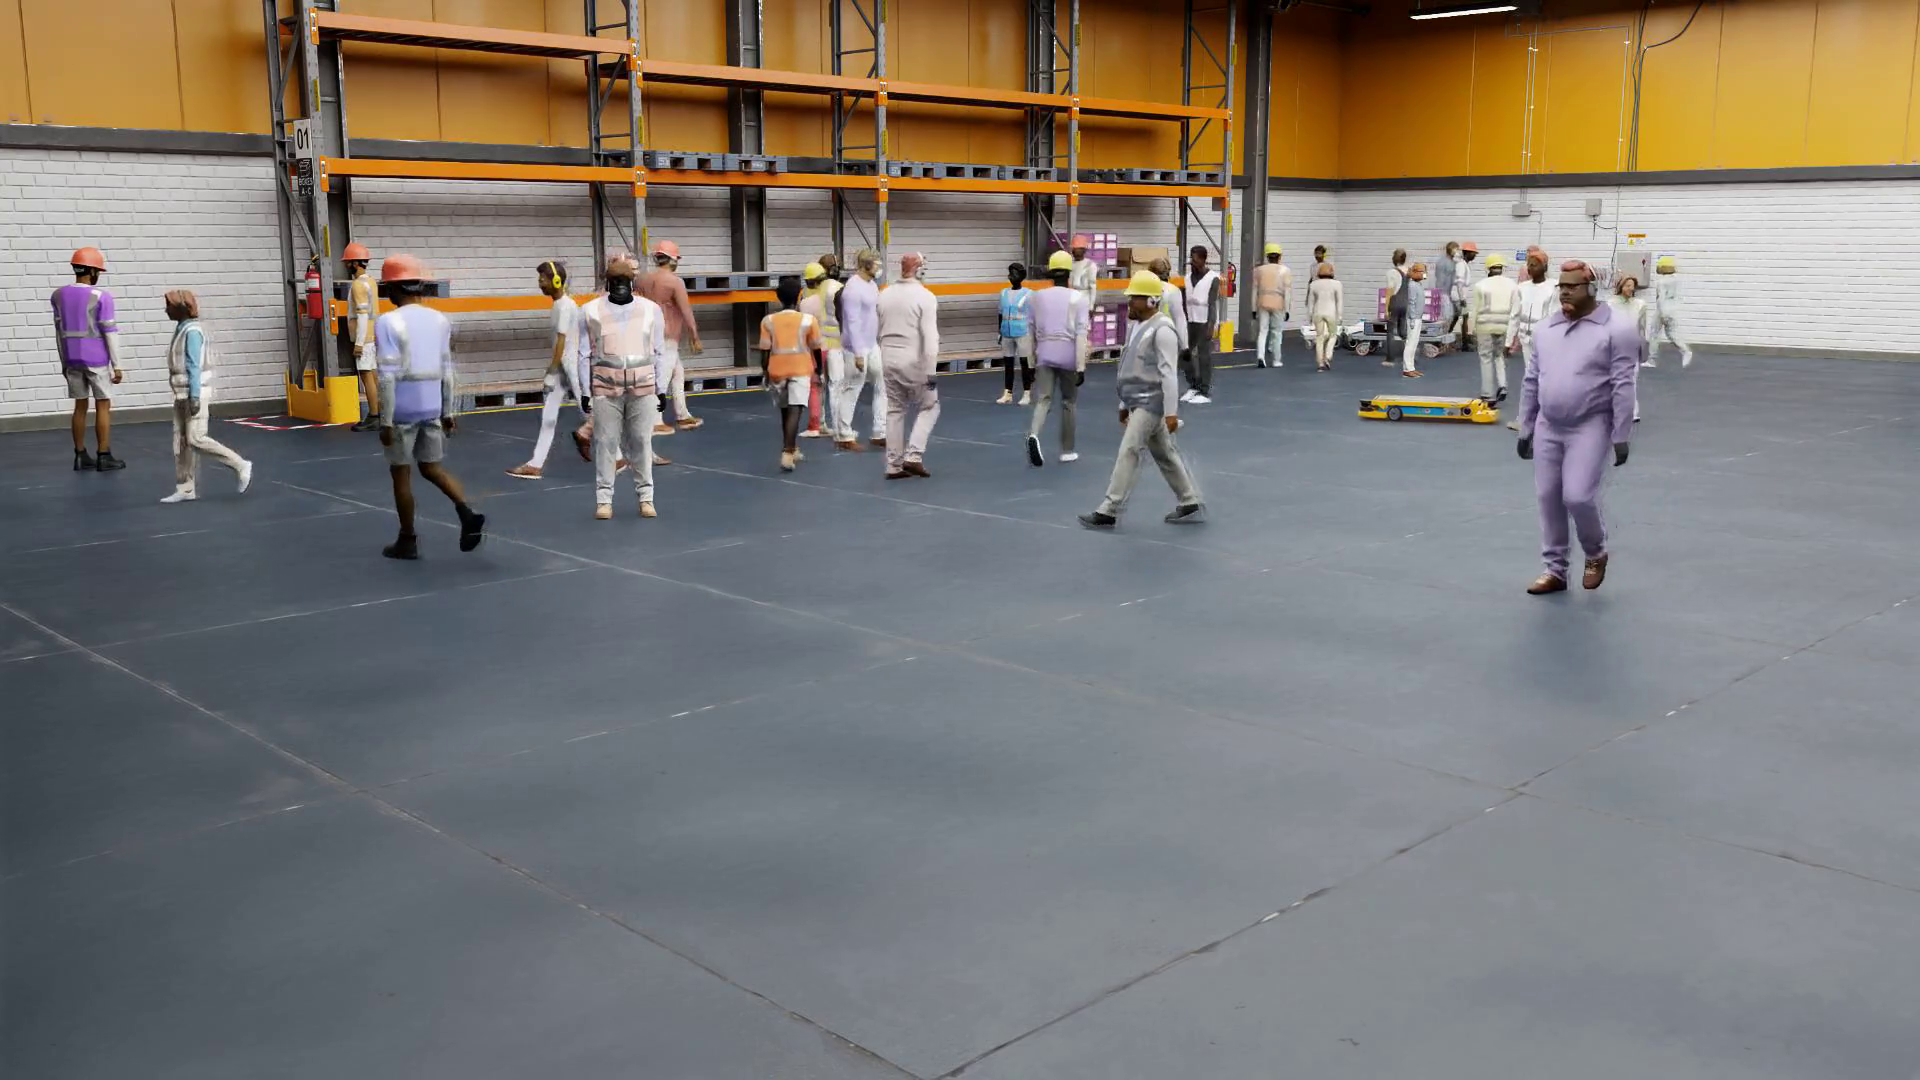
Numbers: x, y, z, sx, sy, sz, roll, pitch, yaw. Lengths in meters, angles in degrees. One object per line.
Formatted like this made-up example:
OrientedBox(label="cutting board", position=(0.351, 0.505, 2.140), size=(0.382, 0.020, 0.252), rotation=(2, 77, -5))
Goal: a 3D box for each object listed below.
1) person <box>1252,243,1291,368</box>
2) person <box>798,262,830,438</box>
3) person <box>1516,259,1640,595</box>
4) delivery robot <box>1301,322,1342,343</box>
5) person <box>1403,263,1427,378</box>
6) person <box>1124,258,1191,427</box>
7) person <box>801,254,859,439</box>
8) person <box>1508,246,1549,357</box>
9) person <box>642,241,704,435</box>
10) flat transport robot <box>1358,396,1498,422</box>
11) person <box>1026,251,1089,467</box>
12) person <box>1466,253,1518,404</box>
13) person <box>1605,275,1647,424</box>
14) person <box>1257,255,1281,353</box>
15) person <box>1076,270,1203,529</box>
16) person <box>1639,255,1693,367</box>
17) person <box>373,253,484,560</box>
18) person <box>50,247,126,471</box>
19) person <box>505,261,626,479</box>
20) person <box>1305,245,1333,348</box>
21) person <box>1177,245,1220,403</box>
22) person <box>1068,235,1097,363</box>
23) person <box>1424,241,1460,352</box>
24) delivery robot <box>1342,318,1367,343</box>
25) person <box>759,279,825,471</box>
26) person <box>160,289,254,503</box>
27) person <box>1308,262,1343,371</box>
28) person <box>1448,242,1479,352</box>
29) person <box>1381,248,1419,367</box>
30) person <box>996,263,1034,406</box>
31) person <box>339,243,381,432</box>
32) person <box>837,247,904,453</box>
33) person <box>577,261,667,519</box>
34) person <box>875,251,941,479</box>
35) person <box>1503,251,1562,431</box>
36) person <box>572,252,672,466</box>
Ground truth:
OrientedBox(label="person", position=(4.752, -3.573, 25.411), size=(0.603, 1.901, 0.760), rotation=(5, 12, 26))
OrientedBox(label="person", position=(-1.386, -1.879, 16.555), size=(0.576, 1.756, 0.459), rotation=(-9, 14, -41))
OrientedBox(label="person", position=(3.411, -0.615, 9.305), size=(0.433, 1.888, 0.665), rotation=(-8, 13, -37))
OrientedBox(label="delivery robot", position=(6.410, -3.699, 29.515), size=(0.707, 0.478, 0.477), rotation=(2, 10, 10))
OrientedBox(label="person", position=(6.524, -3.147, 23.813), size=(0.268, 1.632, 0.509), rotation=(5, 12, 27))
OrientedBox(label="person", position=(2.007, -2.007, 17.166), size=(0.959, 1.803, 0.626), rotation=(-8, 13, -36))
OrientedBox(label="person", position=(-1.289, -1.924, 16.599), size=(0.622, 1.838, 0.429), rotation=(9, 14, 41))
OrientedBox(label="person", position=(9.346, -3.903, 27.354), size=(0.627, 1.839, 1.010), rotation=(-10, 14, -42))
OrientedBox(label="person", position=(-2.896, -2.063, 17.004), size=(0.887, 1.953, 0.632), rotation=(-9, 13, -39))
OrientedBox(label="flat transport robot", position=(5.154, -1.456, 18.315), size=(1.431, 0.197, 0.652), rotation=(4, 11, 21))
OrientedBox(label="person", position=(0.833, -1.590, 14.637), size=(0.590, 1.896, 0.854), rotation=(4, 11, 23))
OrientedBox(label="person", position=(6.400, -2.537, 20.019), size=(0.591, 1.814, 0.428), rotation=(-2, 11, -10))
OrientedBox(label="person", position=(7.161, -2.062, 17.998), size=(0.533, 1.590, 0.887), rotation=(0, 10, 2))
OrientedBox(label="person", position=(5.439, -4.159, 28.914), size=(0.556, 1.796, 0.933), rotation=(5, 12, 26))
OrientedBox(label="person", position=(1.292, -0.968, 11.528), size=(0.955, 1.786, 0.606), rotation=(-2, 11, -12))
OrientedBox(label="person", position=(10.834, -3.482, 25.413), size=(0.487, 1.717, 0.720), rotation=(-7, 12, -33))
OrientedBox(label="person", position=(-3.334, -0.805, 10.284), size=(0.655, 1.921, 0.547), rotation=(6, 12, 29))
OrientedBox(label="person", position=(-7.471, -1.544, 14.301), size=(0.558, 1.921, 0.389), rotation=(1, 10, 8))
OrientedBox(label="person", position=(-3.257, -1.401, 13.826), size=(1.002, 1.816, 0.548), rotation=(-5, 11, -24))
OrientedBox(label="person", position=(6.488, -4.378, 29.940), size=(0.454, 1.853, 0.543), rotation=(-6, 12, -31))
OrientedBox(label="person", position=(2.881, -2.587, 20.049), size=(0.467, 1.902, 0.592), rotation=(-8, 13, -36))
OrientedBox(label="person", position=(1.790, -3.544, 24.894), size=(0.512, 2.028, 0.644), rotation=(-10, 15, -44))
OrientedBox(label="person", position=(8.426, -4.230, 28.943), size=(0.481, 1.923, 0.645), rotation=(9, 14, 40))
OrientedBox(label="delivery robot", position=(7.133, -3.675, 29.385), size=(0.707, 0.478, 0.477), rotation=(0, 10, 0))
OrientedBox(label="person", position=(-1.471, -1.440, 14.458), size=(0.536, 1.654, 0.882), rotation=(2, 11, 12))
OrientedBox(label="person", position=(-5.778, -1.091, 12.634), size=(0.593, 1.620, 0.523), rotation=(-8, 13, -39))
OrientedBox(label="person", position=(5.461, -3.332, 24.845), size=(0.526, 1.616, 0.393), rotation=(4, 11, 22))
OrientedBox(label="person", position=(8.768, -4.208, 28.878), size=(0.778, 1.896, 0.570), rotation=(4, 11, 22))
OrientedBox(label="person", position=(6.758, -3.542, 25.461), size=(0.519, 1.831, 0.603), rotation=(-4, 11, -22))
OrientedBox(label="person", position=(0.669, -2.448, 19.830), size=(0.544, 1.697, 0.317), rotation=(7, 13, 35))
OrientedBox(label="person", position=(-6.195, -2.091, 17.226), size=(0.361, 1.935, 0.553), rotation=(-1, 10, -6))
OrientedBox(label="person", position=(-0.816, -1.743, 15.419), size=(0.790, 1.899, 0.680), rotation=(4, 11, 20))
OrientedBox(label="person", position=(-2.409, -1.066, 11.903), size=(0.634, 1.840, 0.429), rotation=(-3, 11, -15))
OrientedBox(label="person", position=(-0.418, -1.431, 13.775), size=(0.686, 1.886, 0.421), rotation=(8, 13, 37))
OrientedBox(label="person", position=(5.848, -2.028, 17.123), size=(0.907, 1.842, 0.599), rotation=(-7, 13, -35))
OrientedBox(label="person", position=(-2.989, -1.573, 14.563), size=(0.775, 1.881, 0.651), rotation=(-3, 11, -14))
